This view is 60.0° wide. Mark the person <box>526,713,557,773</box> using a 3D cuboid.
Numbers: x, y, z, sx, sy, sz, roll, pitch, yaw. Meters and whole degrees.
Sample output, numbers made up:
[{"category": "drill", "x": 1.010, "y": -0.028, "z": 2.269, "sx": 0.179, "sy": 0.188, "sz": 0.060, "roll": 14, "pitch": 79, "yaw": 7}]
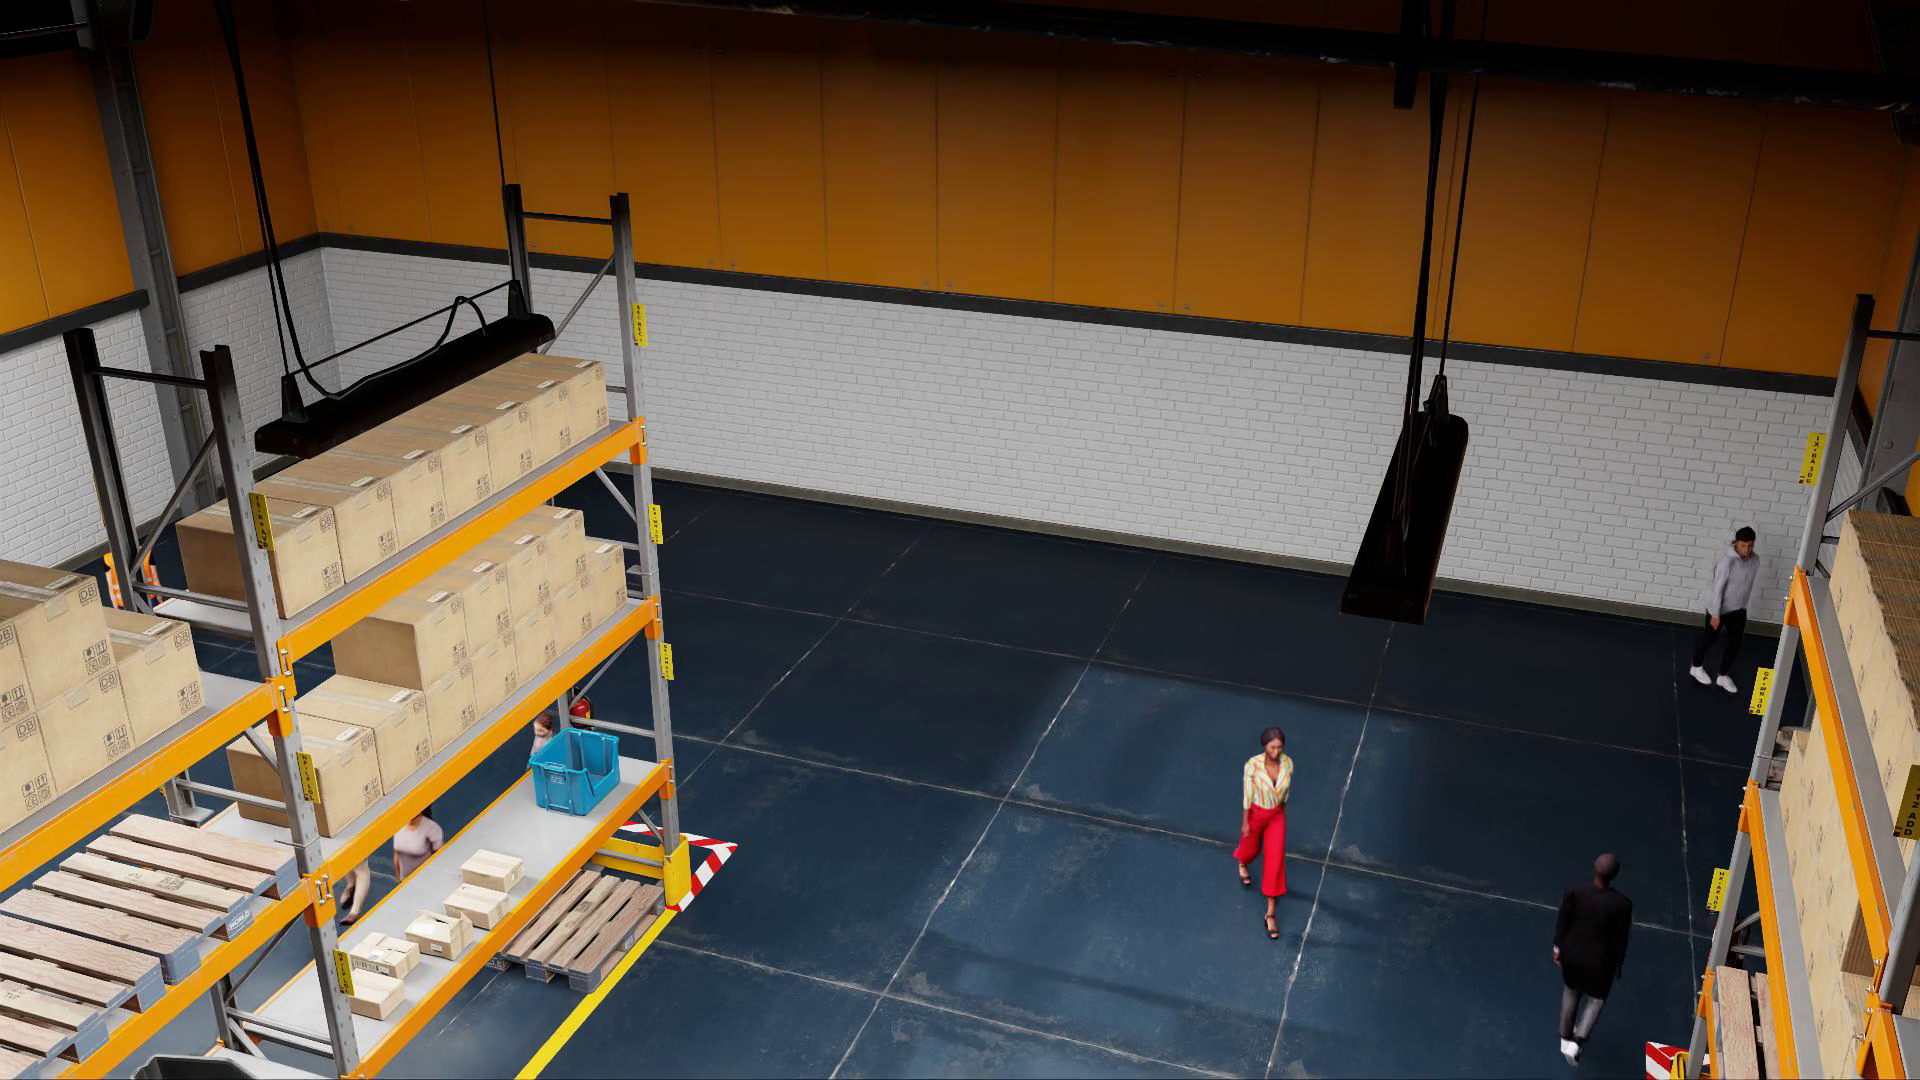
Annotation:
[{"category": "person", "x": -3.648, "y": 2.065, "z": 15.061, "sx": 0.837, "sy": 1.169, "sz": 0.734, "roll": -15, "pitch": 28, "yaw": -30}]

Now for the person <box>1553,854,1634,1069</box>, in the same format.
[{"category": "person", "x": 4.519, "y": 3.078, "z": 12.026, "sx": 0.767, "sy": 1.745, "sz": 0.935, "roll": 14, "pitch": 27, "yaw": 29}]

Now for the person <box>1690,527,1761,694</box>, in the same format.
[{"category": "person", "x": 7.962, "y": 0.668, "z": 17.369, "sx": 0.912, "sy": 1.880, "sz": 0.994, "roll": -8, "pitch": 25, "yaw": -19}]

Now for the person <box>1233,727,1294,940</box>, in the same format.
[{"category": "person", "x": 2.478, "y": 2.311, "z": 13.787, "sx": 0.963, "sy": 1.740, "sz": 1.256, "roll": -3, "pitch": 24, "yaw": -7}]
